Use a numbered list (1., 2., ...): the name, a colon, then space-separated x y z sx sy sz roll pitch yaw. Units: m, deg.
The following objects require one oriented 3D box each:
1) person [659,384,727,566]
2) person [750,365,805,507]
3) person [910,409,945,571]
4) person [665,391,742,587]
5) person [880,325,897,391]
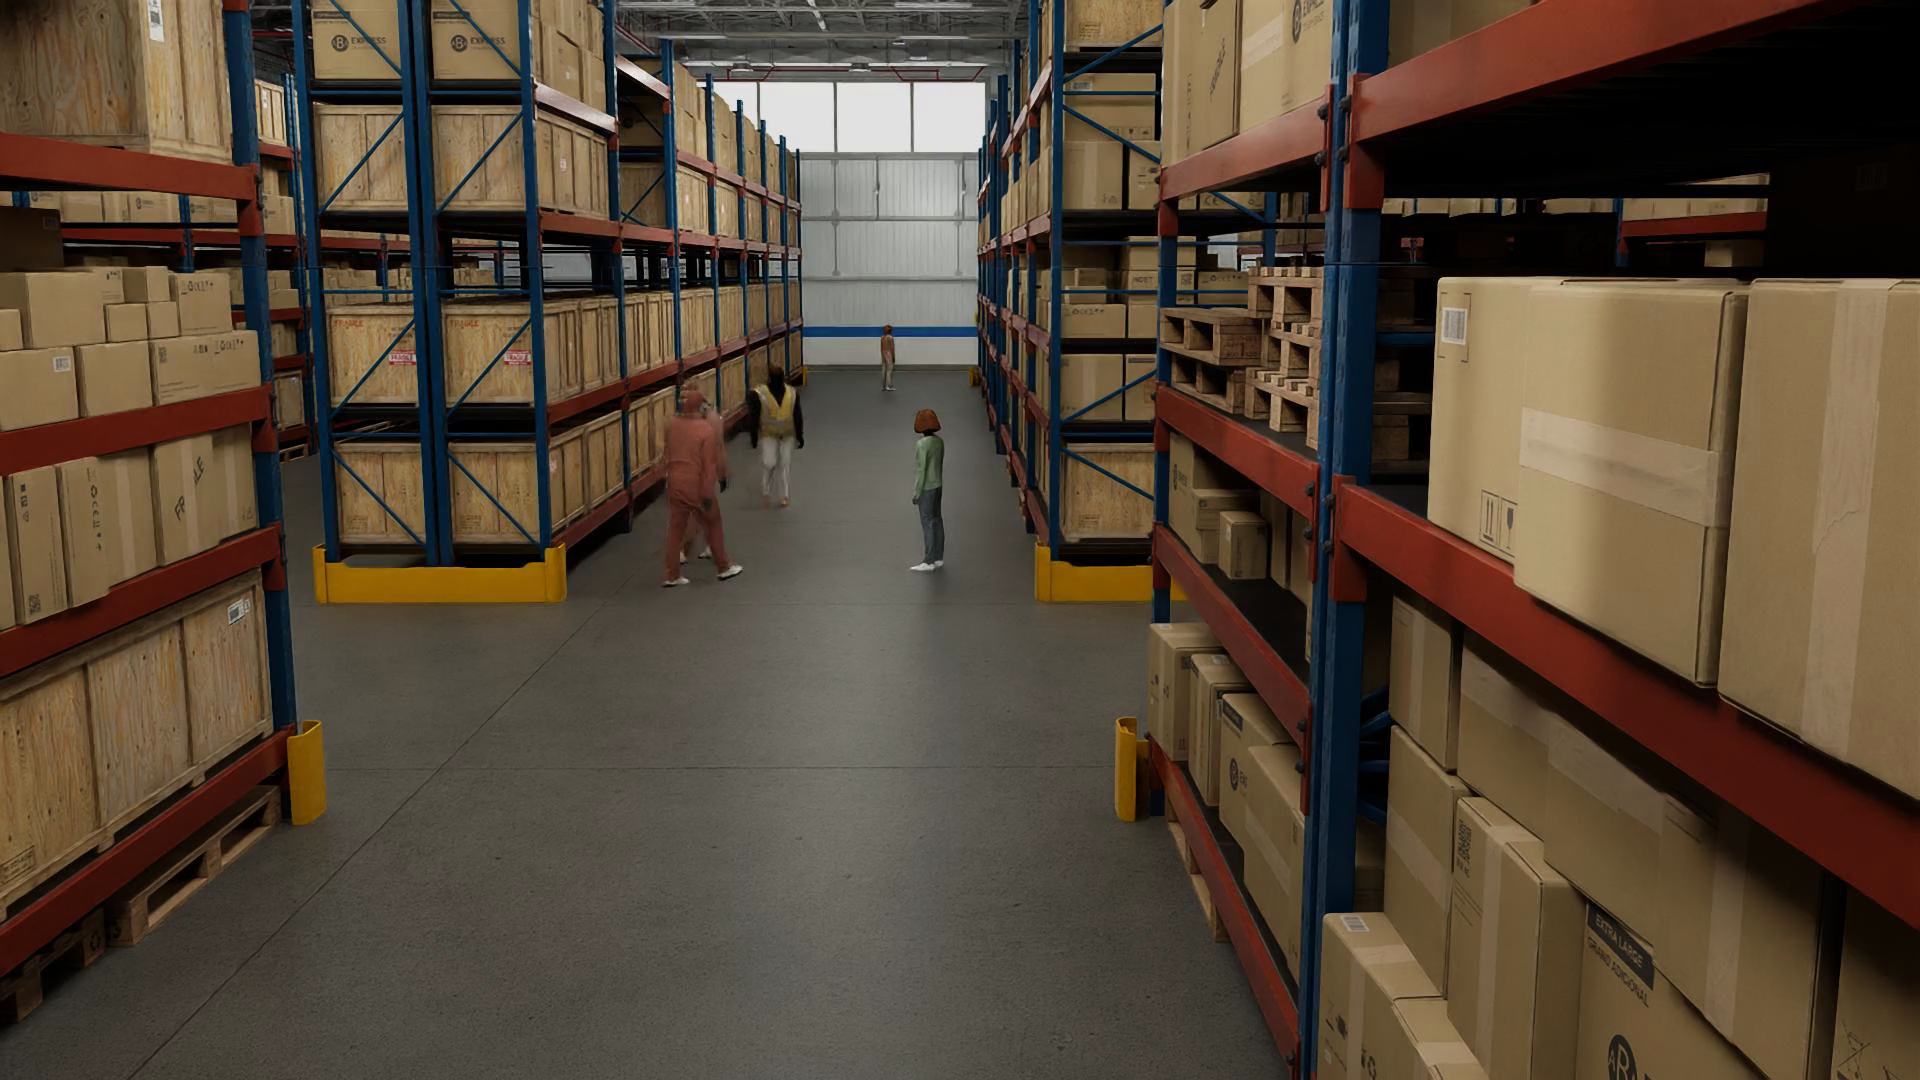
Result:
1. person: -2.791 -0.681 17.157 0.665 1.847 1.003 6 11 32
2. person: -2.325 -1.322 21.187 0.647 1.824 0.448 -4 10 -23
3. person: -0.323 -0.500 16.737 0.284 1.633 0.497 4 10 25
4. person: -2.507 -0.502 16.047 0.665 1.866 0.931 6 11 31
5. person: -1.794 -4.532 41.423 0.305 1.645 0.522 -7 12 -38
